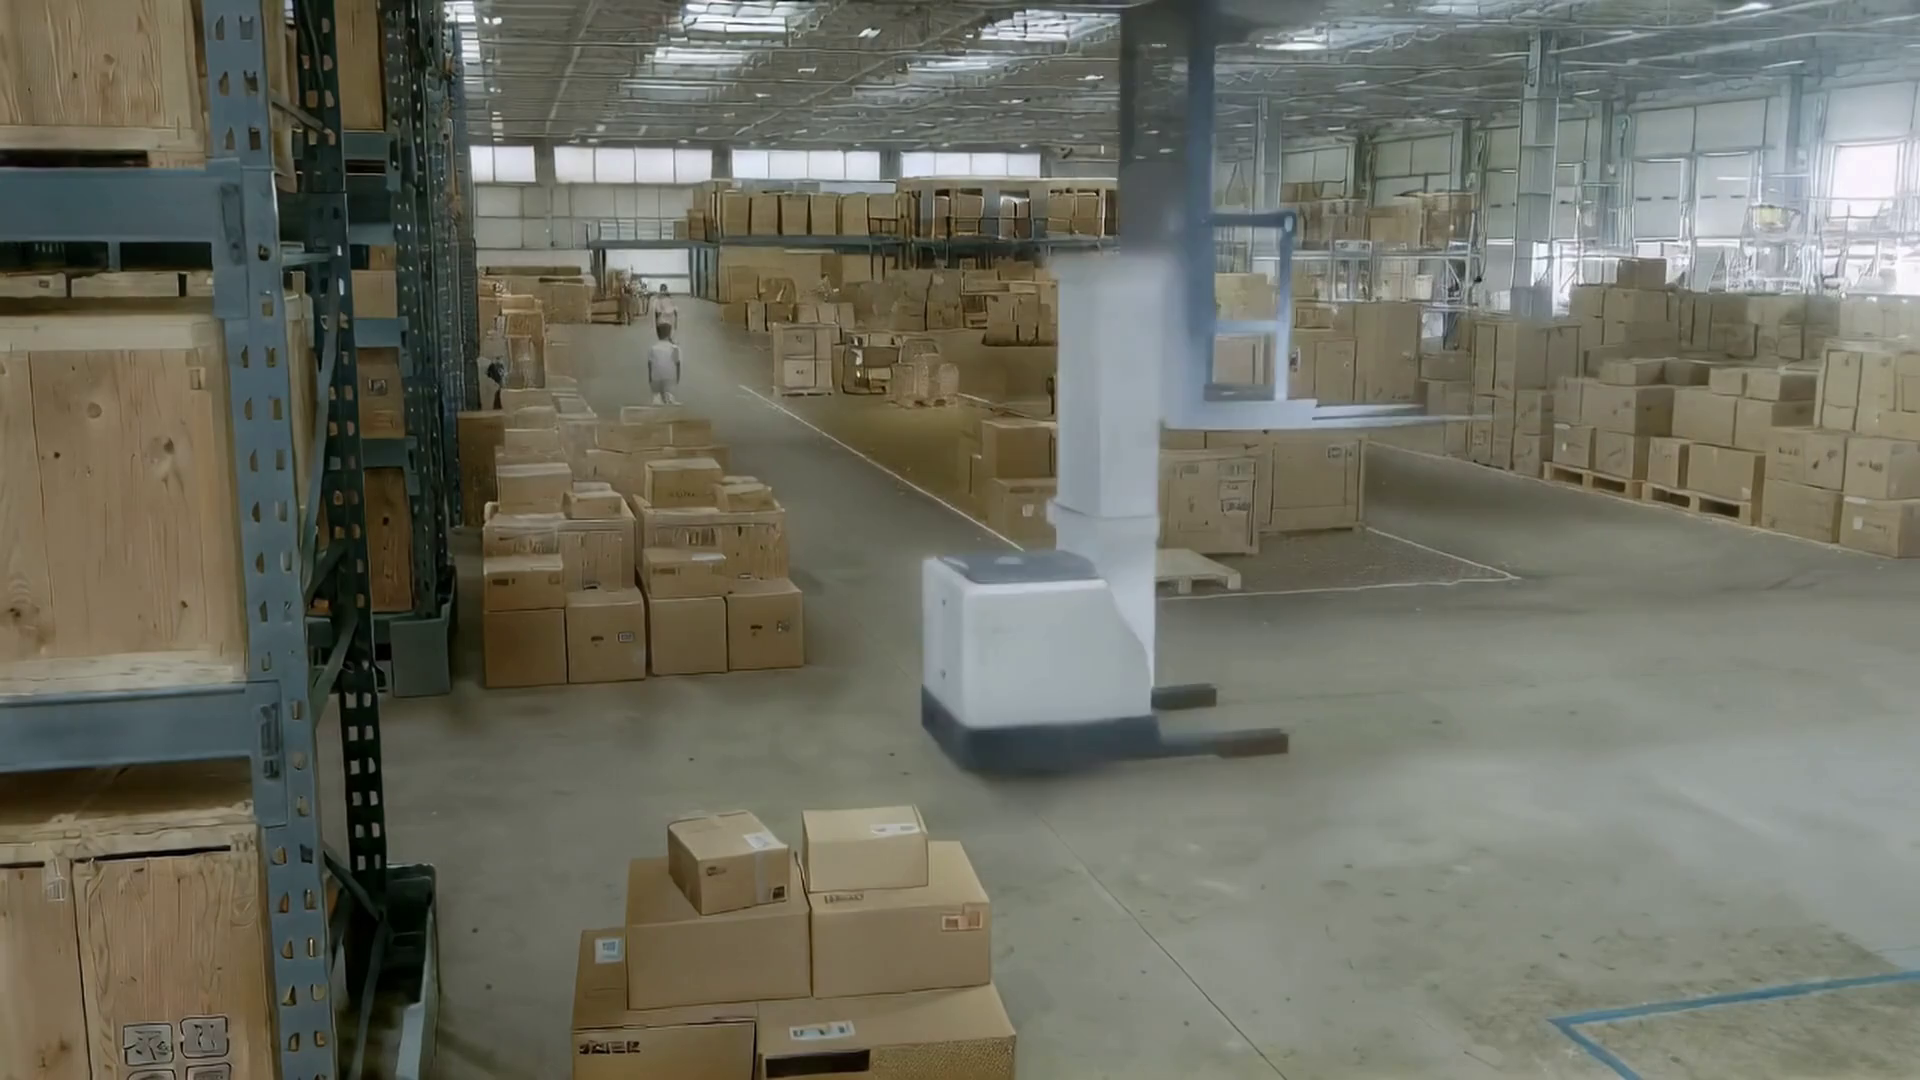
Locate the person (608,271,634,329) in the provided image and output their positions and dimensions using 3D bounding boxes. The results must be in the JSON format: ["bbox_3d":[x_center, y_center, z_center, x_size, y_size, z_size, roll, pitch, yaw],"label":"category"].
[{"bbox_3d":[-11.731,-8.293,57.509,0.957,2.000,0.702,-9,13,-41],"label":"person"}]

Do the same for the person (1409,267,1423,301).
[{"bbox_3d":[20.705,-11.424,75.544,0.625,1.928,0.447,6,12,30],"label":"person"}]

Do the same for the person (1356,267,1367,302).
[{"bbox_3d":[17.784,-11.113,73.661,0.649,1.969,0.663,-7,12,-33],"label":"person"}]

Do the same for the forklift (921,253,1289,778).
[{"bbox_3d":[0.791,-0.208,9.351,1.873,2.768,1.129,-3,10,-15],"label":"forklift"}]

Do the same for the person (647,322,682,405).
[{"bbox_3d":[-4.653,-2.588,26.215,0.551,1.677,0.490,-3,10,-17],"label":"person"}]

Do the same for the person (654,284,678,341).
[{"bbox_3d":[-7.403,-5.455,41.750,0.580,1.937,0.841,8,13,39],"label":"person"}]

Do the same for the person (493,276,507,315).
[{"bbox_3d":[-14.810,-7.550,53.612,0.545,1.933,0.376,9,14,42],"label":"person"}]

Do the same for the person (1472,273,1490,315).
[{"bbox_3d":[19.368,-8.966,61.743,0.586,1.901,0.879,8,13,38],"label":"person"}]

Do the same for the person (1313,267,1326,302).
[{"bbox_3d":[17.467,-12.319,80.801,1.015,1.885,0.547,9,13,41],"label":"person"}]

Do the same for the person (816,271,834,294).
[{"bbox_3d":[-4.683,-8.361,57.981,0.622,2.005,0.926,-2,10,-11],"label":"person"}]

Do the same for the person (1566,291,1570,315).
[{"bbox_3d":[15.886,-5.647,43.444,0.508,1.700,0.872,-7,12,-36],"label":"person"}]

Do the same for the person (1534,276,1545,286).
[{"bbox_3d":[17.876,-7.187,51.468,0.564,1.967,0.645,-3,11,-18],"label":"person"}]

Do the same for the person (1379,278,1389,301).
[{"bbox_3d":[15.827,-8.926,62.079,0.554,1.684,0.395,-8,13,-38],"label":"person"}]

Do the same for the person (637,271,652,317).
[{"bbox_3d":[-12.827,-9.989,67.615,0.584,1.871,0.404,-2,10,-8],"label":"person"}]

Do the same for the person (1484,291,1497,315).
[{"bbox_3d":[12.758,-5.050,39.815,0.854,1.818,0.507,6,12,30],"label":"person"}]

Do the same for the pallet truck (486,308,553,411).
[{"bbox_3d":[-6.242,-2.418,24.362,0.823,1.965,1.885,1,10,3],"label":"pallet truck"}]

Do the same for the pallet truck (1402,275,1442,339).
[{"bbox_3d":[14.620,-7.324,52.145,0.823,1.965,1.885,8,13,40],"label":"pallet truck"}]
